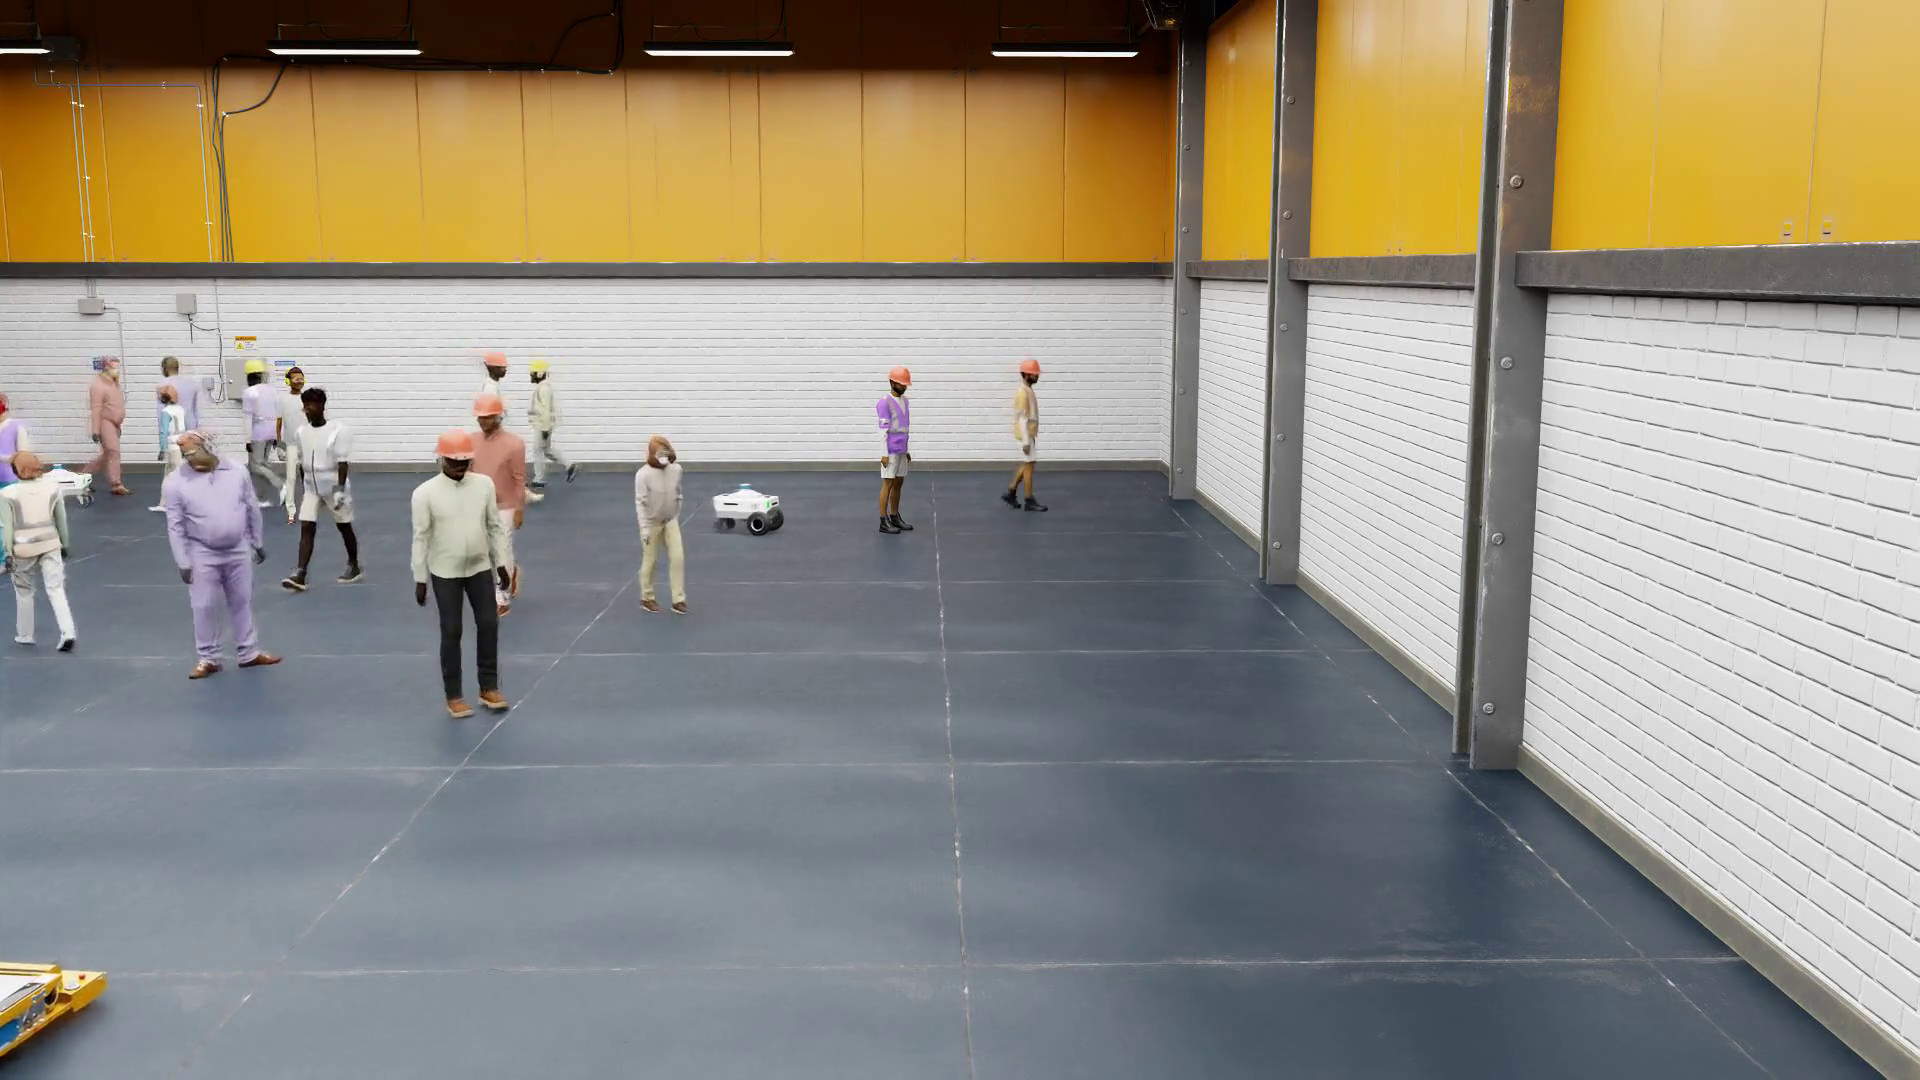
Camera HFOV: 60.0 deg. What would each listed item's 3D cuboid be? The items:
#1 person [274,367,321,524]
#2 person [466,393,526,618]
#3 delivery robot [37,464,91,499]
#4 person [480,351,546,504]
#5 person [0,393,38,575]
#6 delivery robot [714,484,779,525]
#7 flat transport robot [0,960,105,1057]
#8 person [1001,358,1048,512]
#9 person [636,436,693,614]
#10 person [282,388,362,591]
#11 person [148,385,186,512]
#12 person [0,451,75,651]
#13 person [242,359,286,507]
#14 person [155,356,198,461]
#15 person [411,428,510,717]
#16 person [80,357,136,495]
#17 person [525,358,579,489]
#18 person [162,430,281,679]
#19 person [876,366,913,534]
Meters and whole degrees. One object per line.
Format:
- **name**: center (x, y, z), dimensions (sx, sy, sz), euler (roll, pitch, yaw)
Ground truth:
- **person**: center (-7.894, -1.132, 19.871), dimensions (0.516, 1.877, 0.327), euler (-6, 11, -32)
- **person**: center (-4.041, -0.324, 14.654), dimensions (0.614, 1.971, 0.680), euler (3, 10, 17)
- **delivery robot**: center (-11.420, -0.717, 21.080), dimensions (0.707, 0.478, 0.477), euler (-3, 10, -16)
- **person**: center (-5.926, -1.412, 21.265), dimensions (1.073, 1.986, 0.633), euler (-1, 9, -7)
- **person**: center (-9.485, -0.563, 16.532), dimensions (0.587, 1.824, 0.447), euler (3, 10, 18)
- **delivery robot**: center (-2.461, -0.401, 19.141), dimensions (0.707, 0.478, 0.477), euler (2, 10, 15)
- **flat transport robot**: center (-3.953, 1.891, 6.244), dimensions (0.652, 0.197, 1.431), euler (1, 9, 6)
- **person**: center (0.828, -1.320, 20.865), dimensions (0.516, 1.937, 0.576), euler (1, 9, 7)
- **person**: center (-2.609, -0.122, 14.521), dimensions (0.523, 1.588, 0.717), euler (-8, 12, -42)
- **person**: center (-6.068, -0.486, 15.787), dimensions (0.607, 1.910, 1.004), euler (2, 9, 11)
- **person**: center (-9.692, -1.119, 20.634), dimensions (0.765, 1.604, 0.519), euler (-1, 9, -7)
- **person**: center (-7.335, 0.085, 13.243), dimensions (0.829, 1.602, 0.529), euler (8, 12, 41)
- **person**: center (-8.768, -1.330, 21.003), dimensions (0.660, 1.909, 0.589), euler (3, 10, 15)
- **person**: center (-10.120, -1.444, 21.699), dimensions (0.663, 1.913, 0.654), euler (4, 10, 21)
- **person**: center (-3.403, 0.215, 11.330), dimensions (0.668, 1.971, 0.465), euler (-8, 12, -40)
- **person**: center (-11.520, -1.524, 22.299), dimensions (0.686, 1.875, 0.676), euler (-1, 9, -8)
- **person**: center (-5.678, -1.607, 22.967), dimensions (0.682, 1.817, 0.601), euler (-2, 9, -12)
- **person**: center (-5.472, 0.094, 12.416), dimensions (0.790, 1.866, 0.399), euler (-9, 13, -44)
- **person**: center (-0.717, -1.038, 19.138), dimensions (0.384, 1.924, 0.551), euler (5, 11, 29)
